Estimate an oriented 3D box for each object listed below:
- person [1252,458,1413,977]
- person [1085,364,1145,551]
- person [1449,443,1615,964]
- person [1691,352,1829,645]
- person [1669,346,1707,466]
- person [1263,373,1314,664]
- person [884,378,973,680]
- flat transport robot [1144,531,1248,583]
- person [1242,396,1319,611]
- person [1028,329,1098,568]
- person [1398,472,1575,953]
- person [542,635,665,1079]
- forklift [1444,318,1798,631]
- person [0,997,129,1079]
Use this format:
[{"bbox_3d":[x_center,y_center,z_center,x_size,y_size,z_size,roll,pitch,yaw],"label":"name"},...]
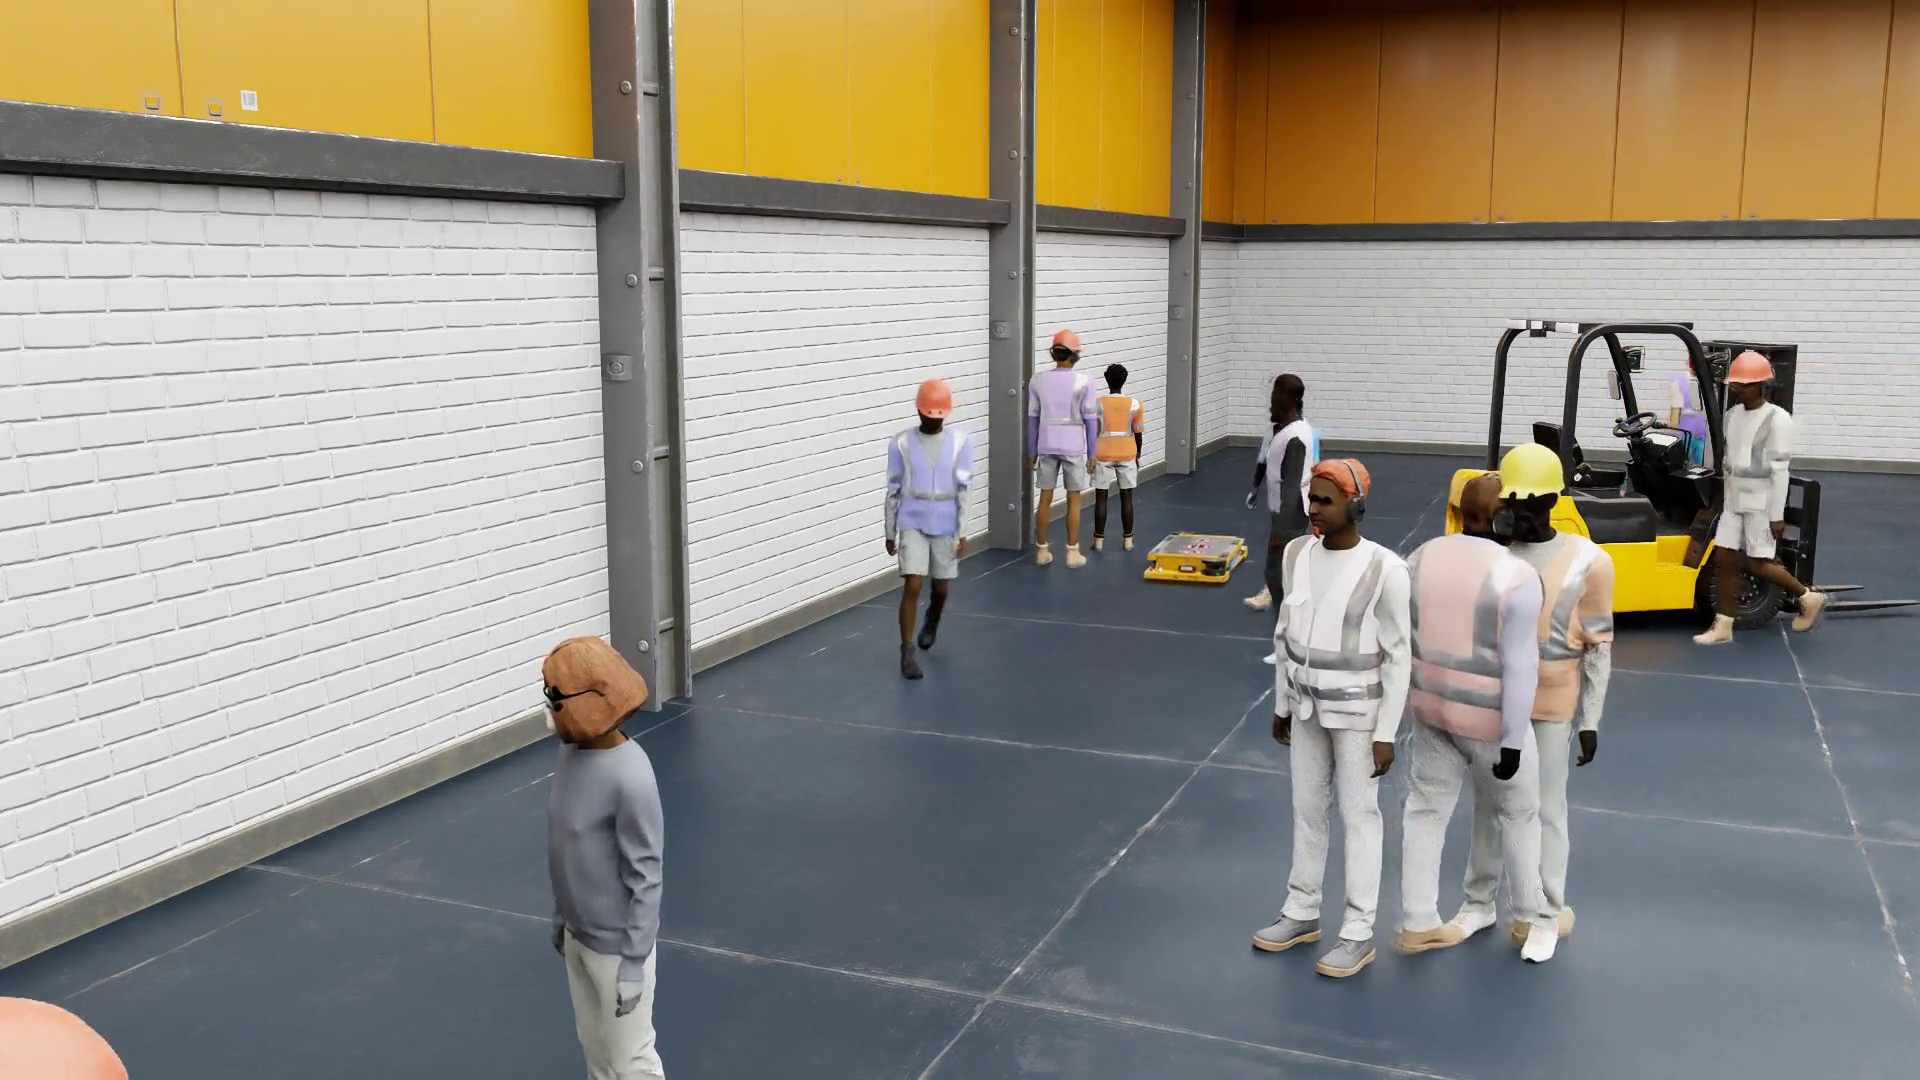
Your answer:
[{"bbox_3d":[1.363,0.638,6.057,0.359,1.882,0.575,-7,12,-36],"label":"person"},{"bbox_3d":[1.389,-0.735,14.961,0.534,1.691,0.318,-1,9,-5],"label":"person"},{"bbox_3d":[2.079,0.598,6.165,0.593,1.923,0.383,8,12,40],"label":"person"},{"bbox_3d":[5.409,-0.257,11.118,0.790,2.015,0.607,-2,10,-10],"label":"person"},{"bbox_3d":[7.009,-0.925,15.749,0.600,1.800,0.917,-2,10,-15],"label":"person"},{"bbox_3d":[2.163,-0.128,10.812,0.364,1.911,0.631,2,10,11],"label":"person"},{"bbox_3d":[-0.213,-0.107,10.595,0.551,1.885,0.778,-1,9,-9],"label":"person"},{"bbox_3d":[2.001,0.133,13.985,0.652,0.197,1.431,3,10,17],"label":"flat transport robot"},{"bbox_3d":[2.364,-0.300,12.416,0.831,1.663,0.543,-4,10,-24],"label":"person"},{"bbox_3d":[0.886,-0.779,14.214,0.610,2.033,0.424,4,10,23],"label":"person"},{"bbox_3d":[2.001,0.644,6.244,0.816,1.814,0.630,-6,11,-33],"label":"person"},{"bbox_3d":[-0.935,1.045,4.337,0.278,1.633,0.497,-7,12,-36],"label":"person"},{"bbox_3d":[4.706,-0.497,11.990,2.313,2.155,1.214,-2,10,-10],"label":"forklift"},{"bbox_3d":[-0.787,1.360,1.434,0.615,1.972,0.571,3,10,17],"label":"person"}]
